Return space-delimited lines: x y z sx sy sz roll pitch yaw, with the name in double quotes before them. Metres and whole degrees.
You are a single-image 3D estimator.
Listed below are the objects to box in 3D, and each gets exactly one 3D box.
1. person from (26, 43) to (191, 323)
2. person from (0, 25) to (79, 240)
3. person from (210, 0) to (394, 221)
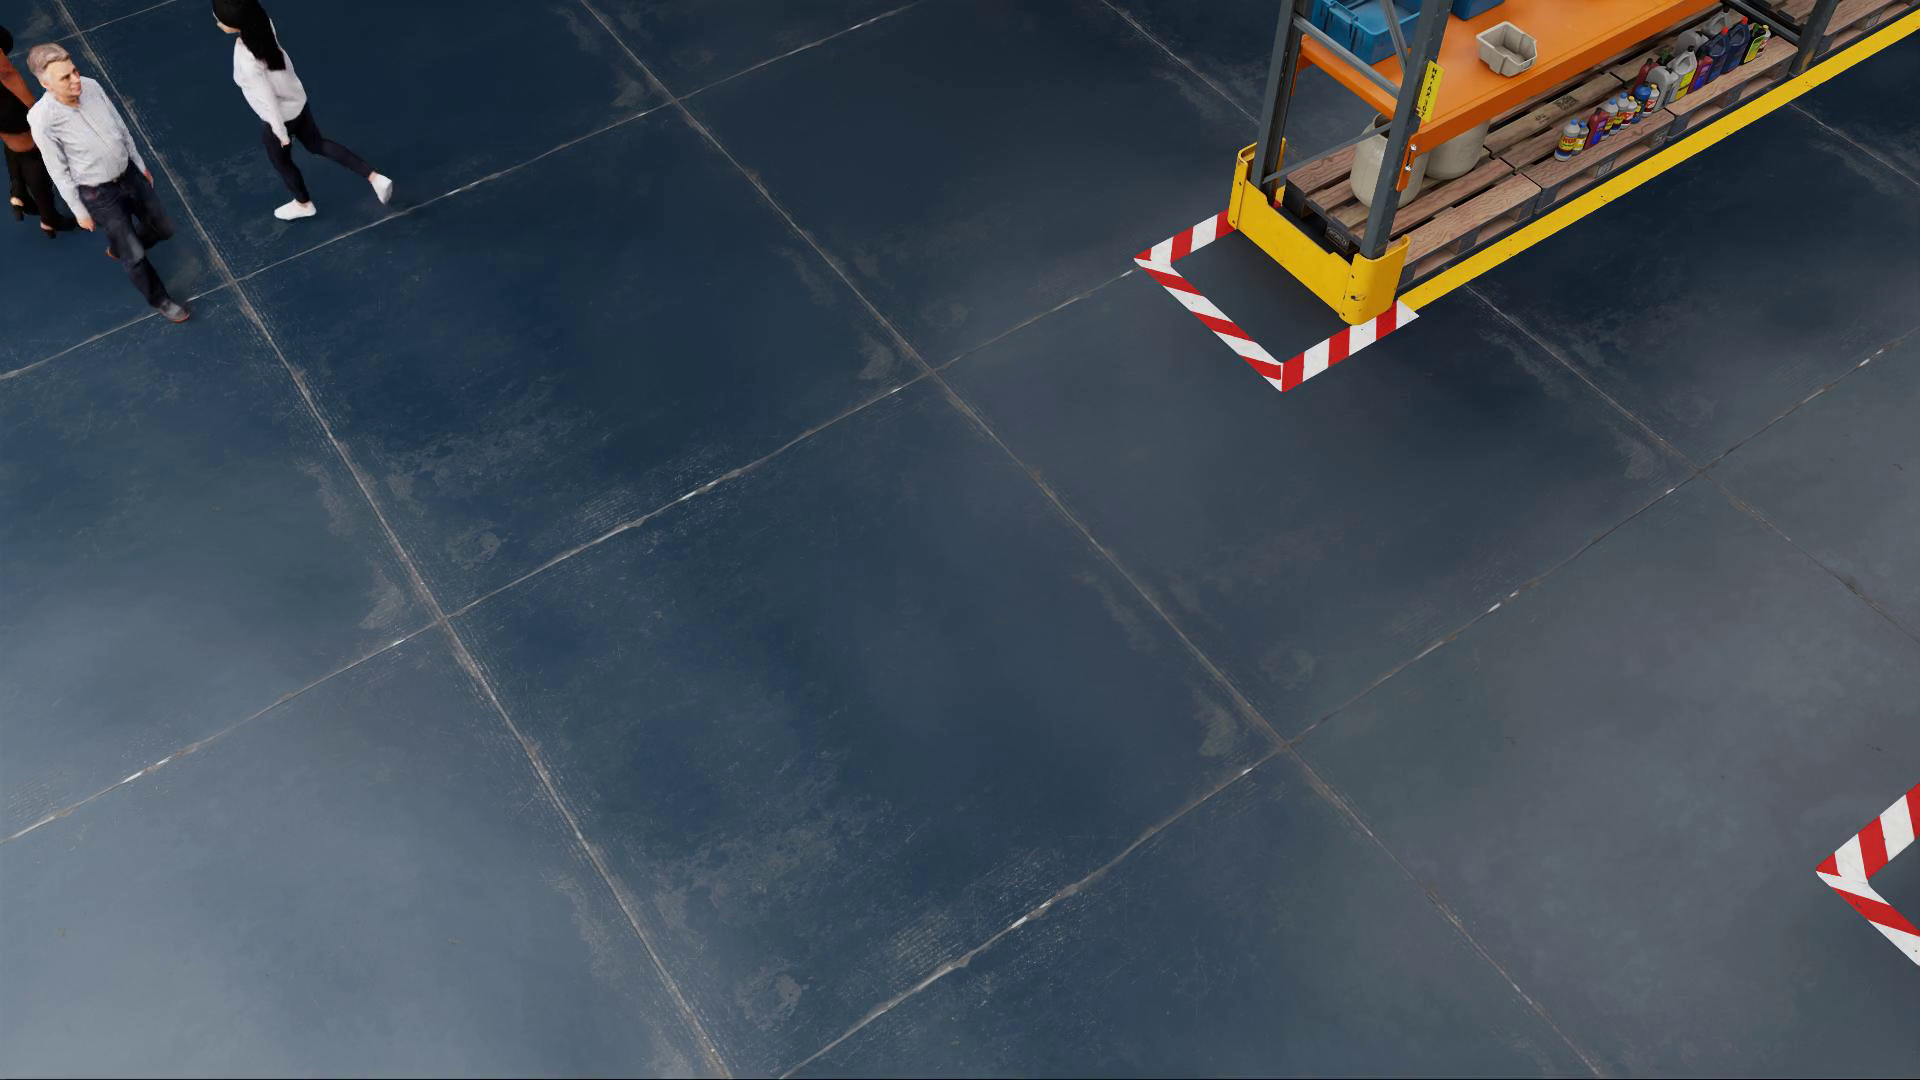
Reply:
"person" -4.727 -1.978 9.118 0.926 1.805 0.895 23 56 17
"person" -5.552 -2.450 9.464 0.815 1.835 0.825 26 57 19
"person" -3.813 -2.467 9.583 1.129 1.669 1.004 4 52 3
